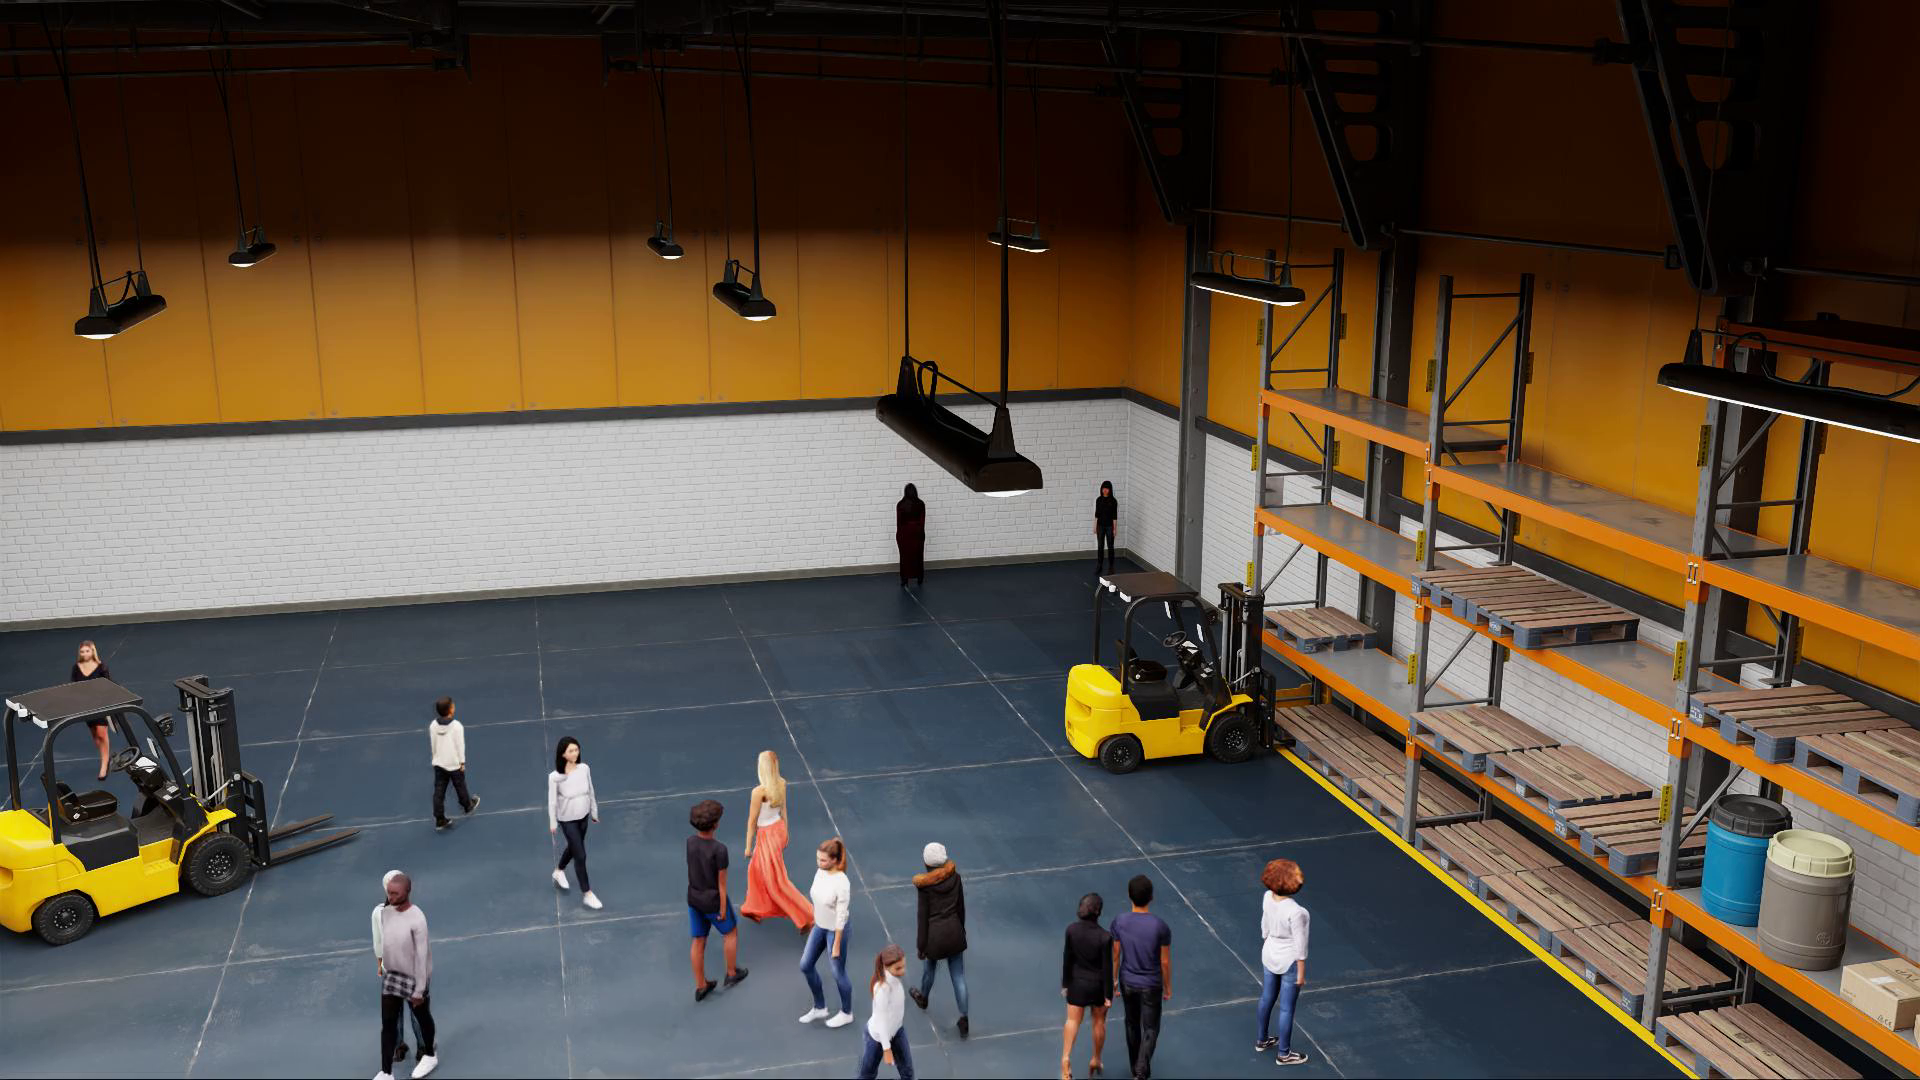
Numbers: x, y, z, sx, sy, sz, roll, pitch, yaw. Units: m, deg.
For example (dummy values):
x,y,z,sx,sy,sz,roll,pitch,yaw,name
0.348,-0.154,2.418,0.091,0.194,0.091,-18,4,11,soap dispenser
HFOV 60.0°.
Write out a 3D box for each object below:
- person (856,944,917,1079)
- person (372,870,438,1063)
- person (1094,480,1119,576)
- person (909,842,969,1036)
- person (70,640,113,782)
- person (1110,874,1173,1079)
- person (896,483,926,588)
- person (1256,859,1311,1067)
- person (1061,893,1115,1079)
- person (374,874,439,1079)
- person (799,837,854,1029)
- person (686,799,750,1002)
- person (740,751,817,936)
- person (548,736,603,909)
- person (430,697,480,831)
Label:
x,y,z,sx,sy,sz,roll,pitch,yaw,name
-0.634,3.722,12.546,1.008,1.502,1.002,5,14,19,person
-4.508,3.428,13.458,0.624,1.643,0.590,0,14,2,person
2.512,-0.228,28.562,0.637,1.641,0.681,6,15,24,person
-0.112,3.354,13.879,0.850,1.590,1.117,-6,15,-25,person
-10.132,1.955,19.525,0.648,1.652,0.879,-1,14,-4,person
1.397,3.490,12.936,0.993,1.770,1.157,4,14,15,person
-0.813,-0.093,27.758,0.680,1.757,0.622,-5,15,-21,person
2.600,3.387,13.479,0.754,1.713,0.619,-7,15,-27,person
0.989,3.551,12.991,0.874,1.624,0.985,5,15,20,person
-4.315,3.435,13.195,0.934,1.754,1.035,5,15,21,person
-0.991,3.276,13.939,0.797,1.714,0.704,-9,16,-32,person
-2.227,3.139,14.369,0.843,1.778,0.923,6,15,22,person
-1.697,2.863,15.529,1.219,1.768,1.147,8,16,29,person
-3.837,2.727,16.321,1.177,1.659,1.007,12,18,40,person
-5.584,2.442,18.009,0.876,1.420,1.030,3,14,13,person
